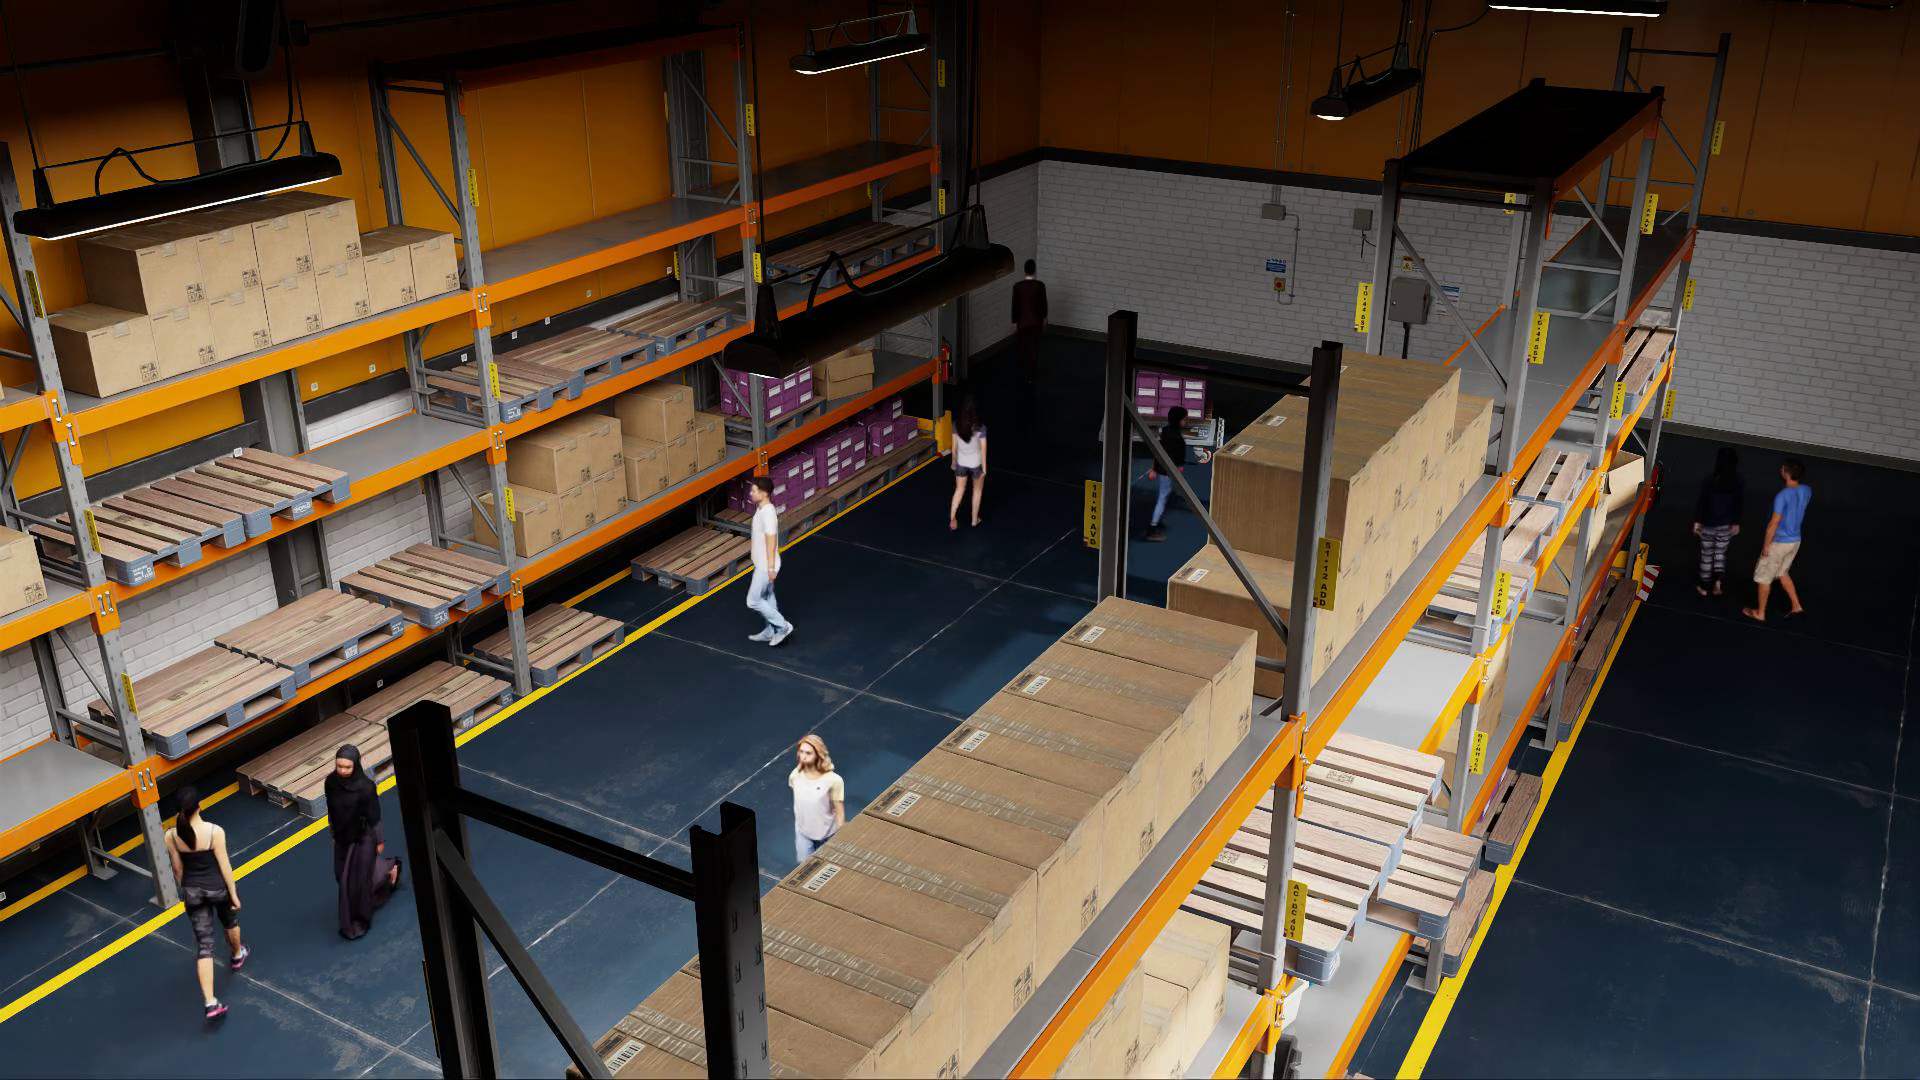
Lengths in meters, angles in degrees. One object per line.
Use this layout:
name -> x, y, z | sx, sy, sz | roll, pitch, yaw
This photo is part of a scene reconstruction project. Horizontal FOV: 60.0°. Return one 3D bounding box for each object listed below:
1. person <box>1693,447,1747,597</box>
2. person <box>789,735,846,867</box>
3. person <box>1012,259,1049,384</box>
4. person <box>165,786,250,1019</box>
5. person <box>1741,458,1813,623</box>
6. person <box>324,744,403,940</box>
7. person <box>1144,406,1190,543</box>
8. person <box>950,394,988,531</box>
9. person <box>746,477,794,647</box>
person -> 8.280, -0.161, 18.112 | 0.760, 1.725, 0.812 | 1, 24, 3
person -> -1.041, 2.218, 12.691 | 0.732, 1.708, 1.004 | 9, 25, 19
person -> 1.052, -3.271, 25.082 | 0.938, 1.842, 1.120 | 3, 24, 6
person -> -5.396, 2.607, 11.845 | 1.082, 1.673, 1.200 | -4, 24, -9
person -> 8.716, 0.051, 17.469 | 0.949, 1.852, 0.972 | -11, 26, -23
person -> -4.588, 2.239, 12.783 | 0.679, 1.596, 1.004 | 8, 25, 18
person -> 2.375, -0.768, 19.558 | 0.818, 1.680, 0.756 | -12, 26, -26
person -> 0.079, -0.883, 19.812 | 0.683, 1.687, 0.956 | 9, 25, 19
person -> -1.918, 0.224, 17.076 | 0.898, 1.849, 0.828 | -2, 24, -5
